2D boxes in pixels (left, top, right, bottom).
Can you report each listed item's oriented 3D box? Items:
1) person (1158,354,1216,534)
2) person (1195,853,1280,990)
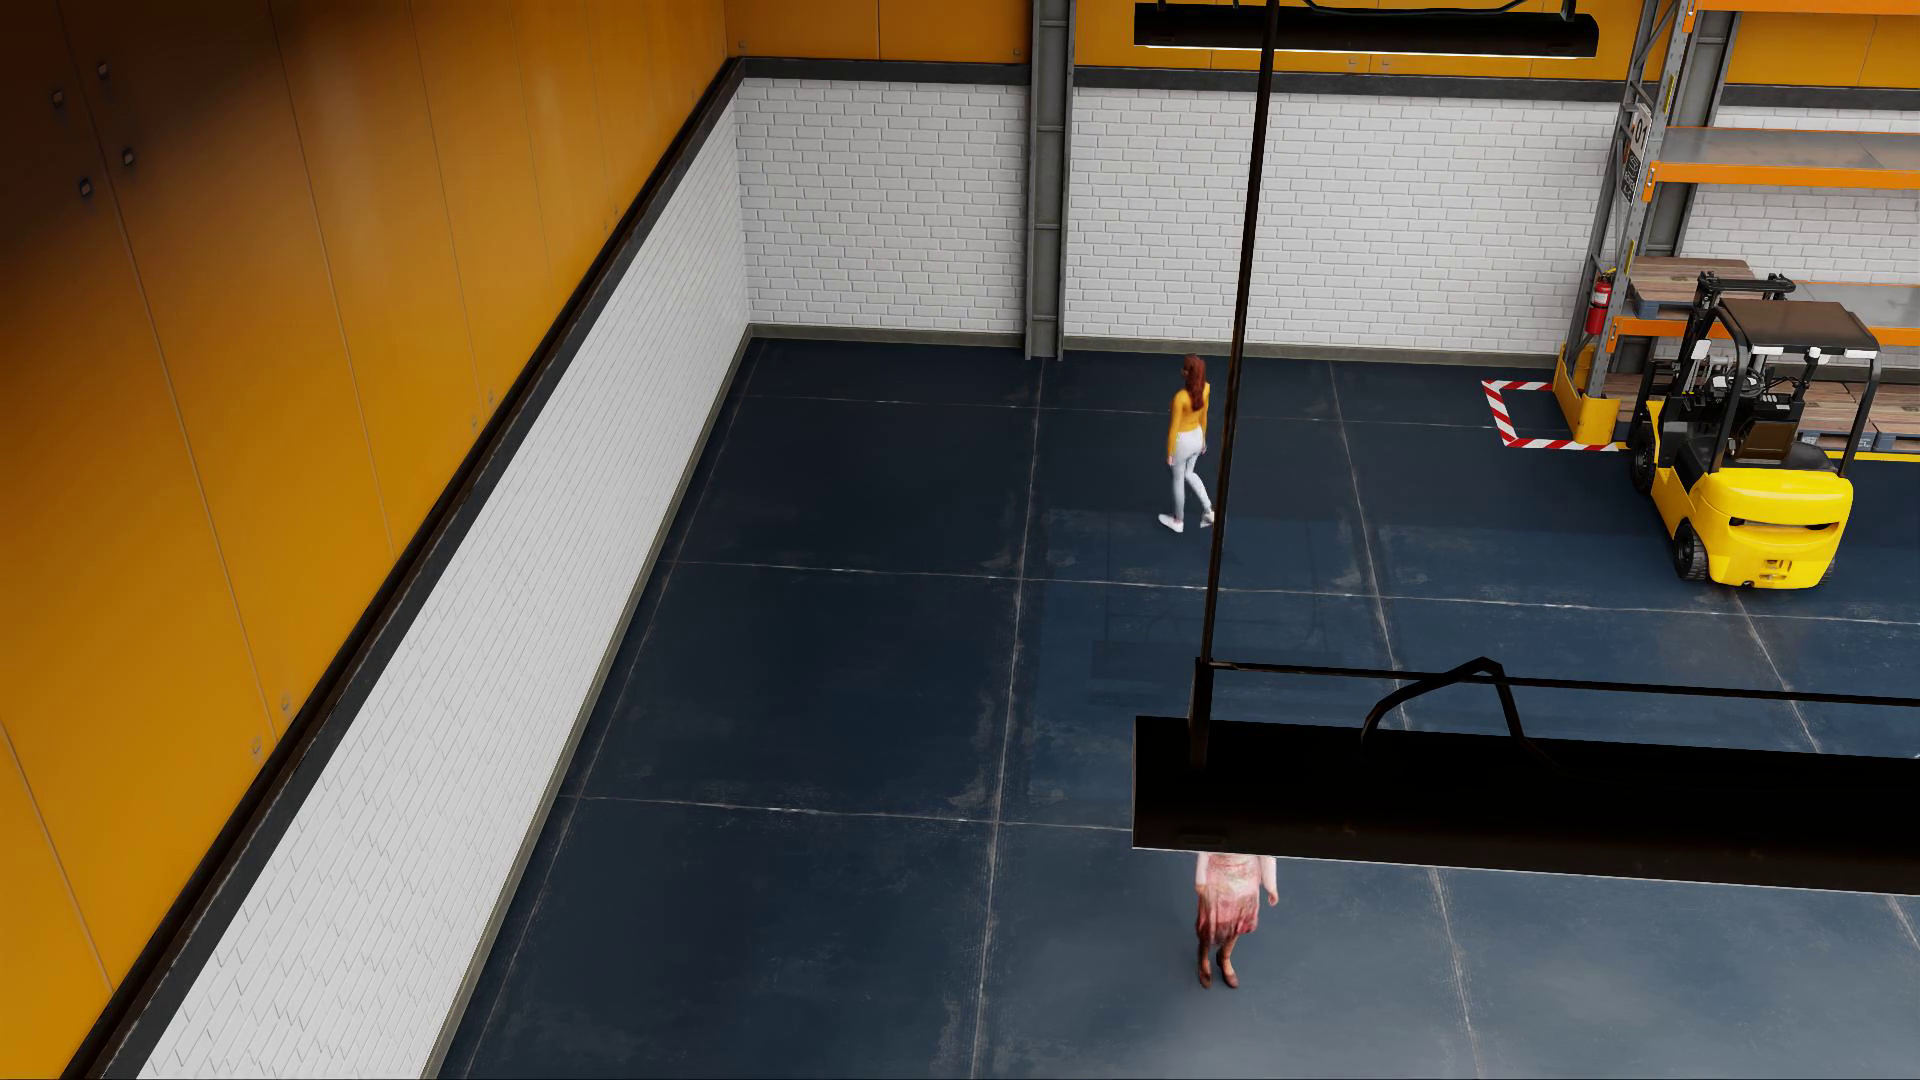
[{"bbox_3d":[2.003,-0.768,14.256,0.863,1.738,0.940,-27,42,-35],"label":"person"},{"bbox_3d":[1.636,1.999,10.141,0.652,1.686,0.765,-8,34,-12],"label":"person"}]
